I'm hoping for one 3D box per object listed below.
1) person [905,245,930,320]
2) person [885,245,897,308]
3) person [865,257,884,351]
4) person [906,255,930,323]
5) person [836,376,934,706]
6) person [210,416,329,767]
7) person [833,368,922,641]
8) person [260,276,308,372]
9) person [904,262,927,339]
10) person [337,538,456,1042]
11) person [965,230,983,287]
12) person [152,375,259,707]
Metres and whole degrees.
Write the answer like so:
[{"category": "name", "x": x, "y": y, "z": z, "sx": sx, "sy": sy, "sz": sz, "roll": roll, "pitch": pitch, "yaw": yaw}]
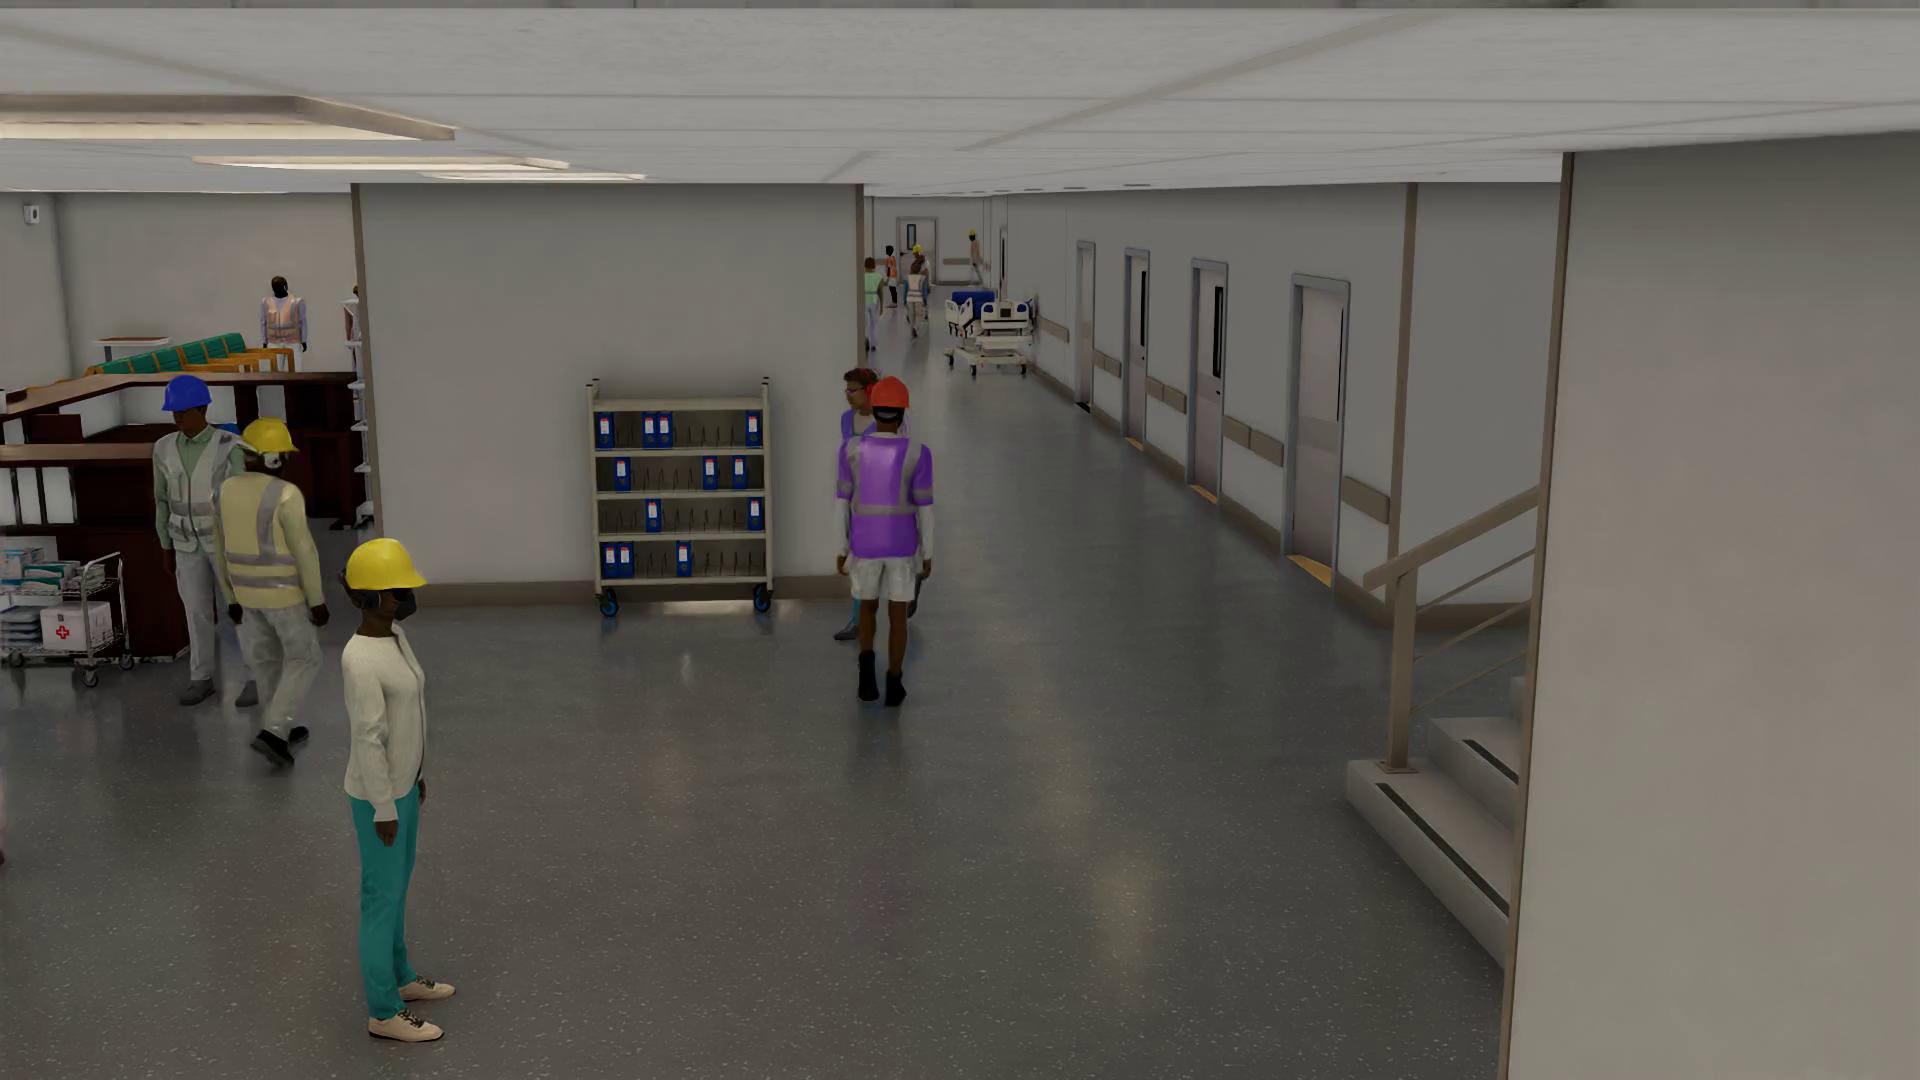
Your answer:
[{"category": "person", "x": -1.018, "y": -6.289, "z": 40.677, "sx": 0.644, "sy": 1.813, "sz": 0.508, "roll": 11, "pitch": 16, "yaw": 43}, {"category": "person", "x": -1.871, "y": -7.172, "z": 45.284, "sx": 0.322, "sy": 1.689, "sz": 0.536, "roll": 2, "pitch": 12, "yaw": 8}, {"category": "person", "x": -1.758, "y": -4.551, "z": 32.170, "sx": 0.579, "sy": 1.821, "sz": 0.777, "roll": -1, "pitch": 12, "yaw": -5}, {"category": "person", "x": -1.019, "y": -5.974, "z": 39.626, "sx": 0.507, "sy": 1.603, "sz": 0.791, "roll": 10, "pitch": 15, "yaw": 40}, {"category": "person", "x": -0.431, "y": 0.028, "z": 9.527, "sx": 0.569, "sy": 1.916, "sz": 0.538, "roll": 1, "pitch": 12, "yaw": 7}, {"category": "person", "x": -3.581, "y": 0.273, "z": 8.608, "sx": 0.604, "sy": 1.830, "sz": 0.525, "roll": 5, "pitch": 13, "yaw": 25}, {"category": "person", "x": -0.555, "y": -0.265, "z": 11.201, "sx": 0.756, "sy": 1.817, "sz": 0.574, "roll": -9, "pitch": 15, "yaw": -38}, {"category": "person", "x": -9.635, "y": -2.836, "z": 23.712, "sx": 0.632, "sy": 1.842, "sz": 0.429, "roll": -2, "pitch": 12, "yaw": -7}, {"category": "person", "x": -0.953, "y": -5.007, "z": 34.871, "sx": 0.520, "sy": 1.624, "sz": 0.522, "roll": 3, "pitch": 12, "yaw": 15}, {"category": "person", "x": -1.980, "y": 0.863, "z": 5.821, "sx": 0.308, "sy": 1.769, "sz": 0.525, "roll": -2, "pitch": 12, "yaw": -8}, {"category": "person", "x": 0.550, "y": -9.455, "z": 55.999, "sx": 0.808, "sy": 1.898, "sz": 0.603, "roll": 2, "pitch": 12, "yaw": 9}, {"category": "person", "x": -4.334, "y": 0.014, "z": 9.568, "sx": 0.600, "sy": 1.939, "sz": 0.421, "roll": 1, "pitch": 12, "yaw": 6}]
